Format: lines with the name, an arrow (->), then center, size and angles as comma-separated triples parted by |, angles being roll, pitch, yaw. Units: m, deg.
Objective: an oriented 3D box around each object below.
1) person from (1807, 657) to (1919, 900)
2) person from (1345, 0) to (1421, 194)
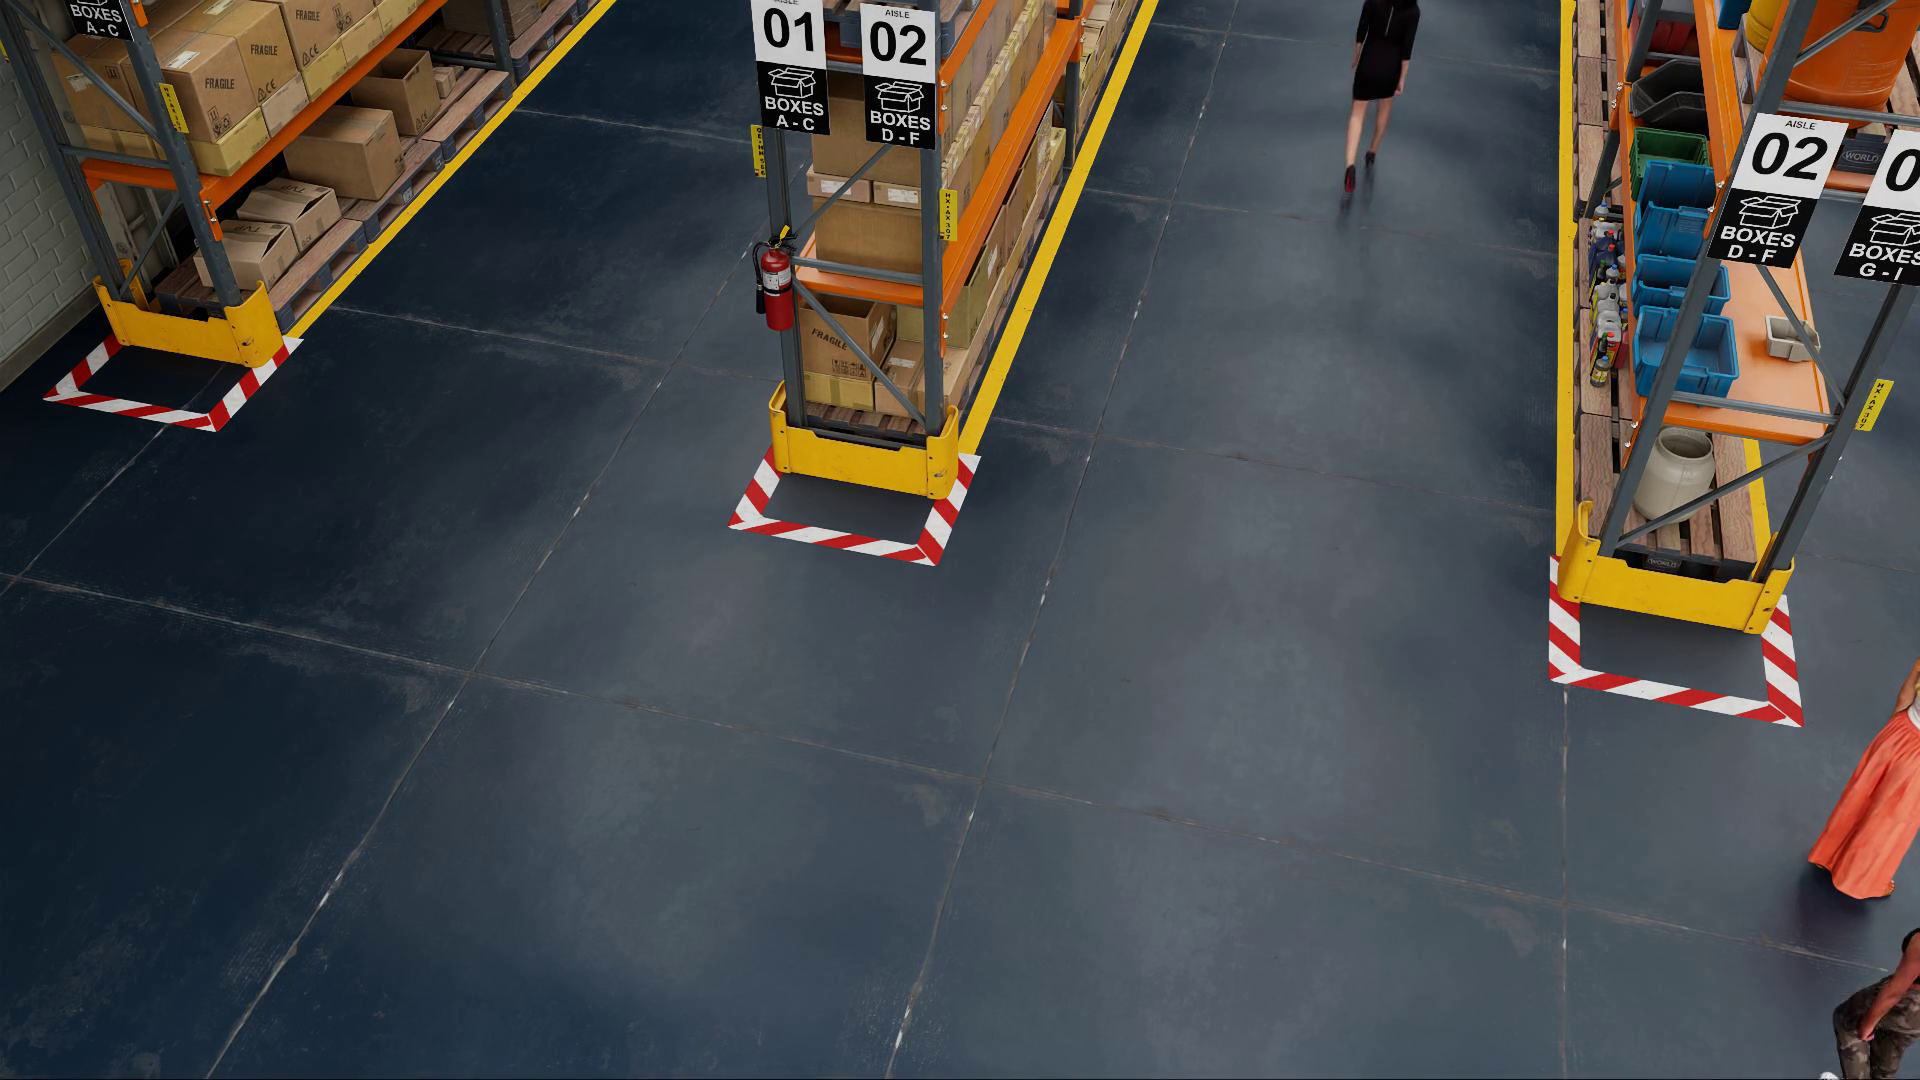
person -> 4.480, 1.027, 7.822 | 0.782, 1.801, 0.693 | -13, 45, -14
person -> 3.168, -3.486, 12.676 | 0.575, 1.773, 1.044 | 10, 44, 11
